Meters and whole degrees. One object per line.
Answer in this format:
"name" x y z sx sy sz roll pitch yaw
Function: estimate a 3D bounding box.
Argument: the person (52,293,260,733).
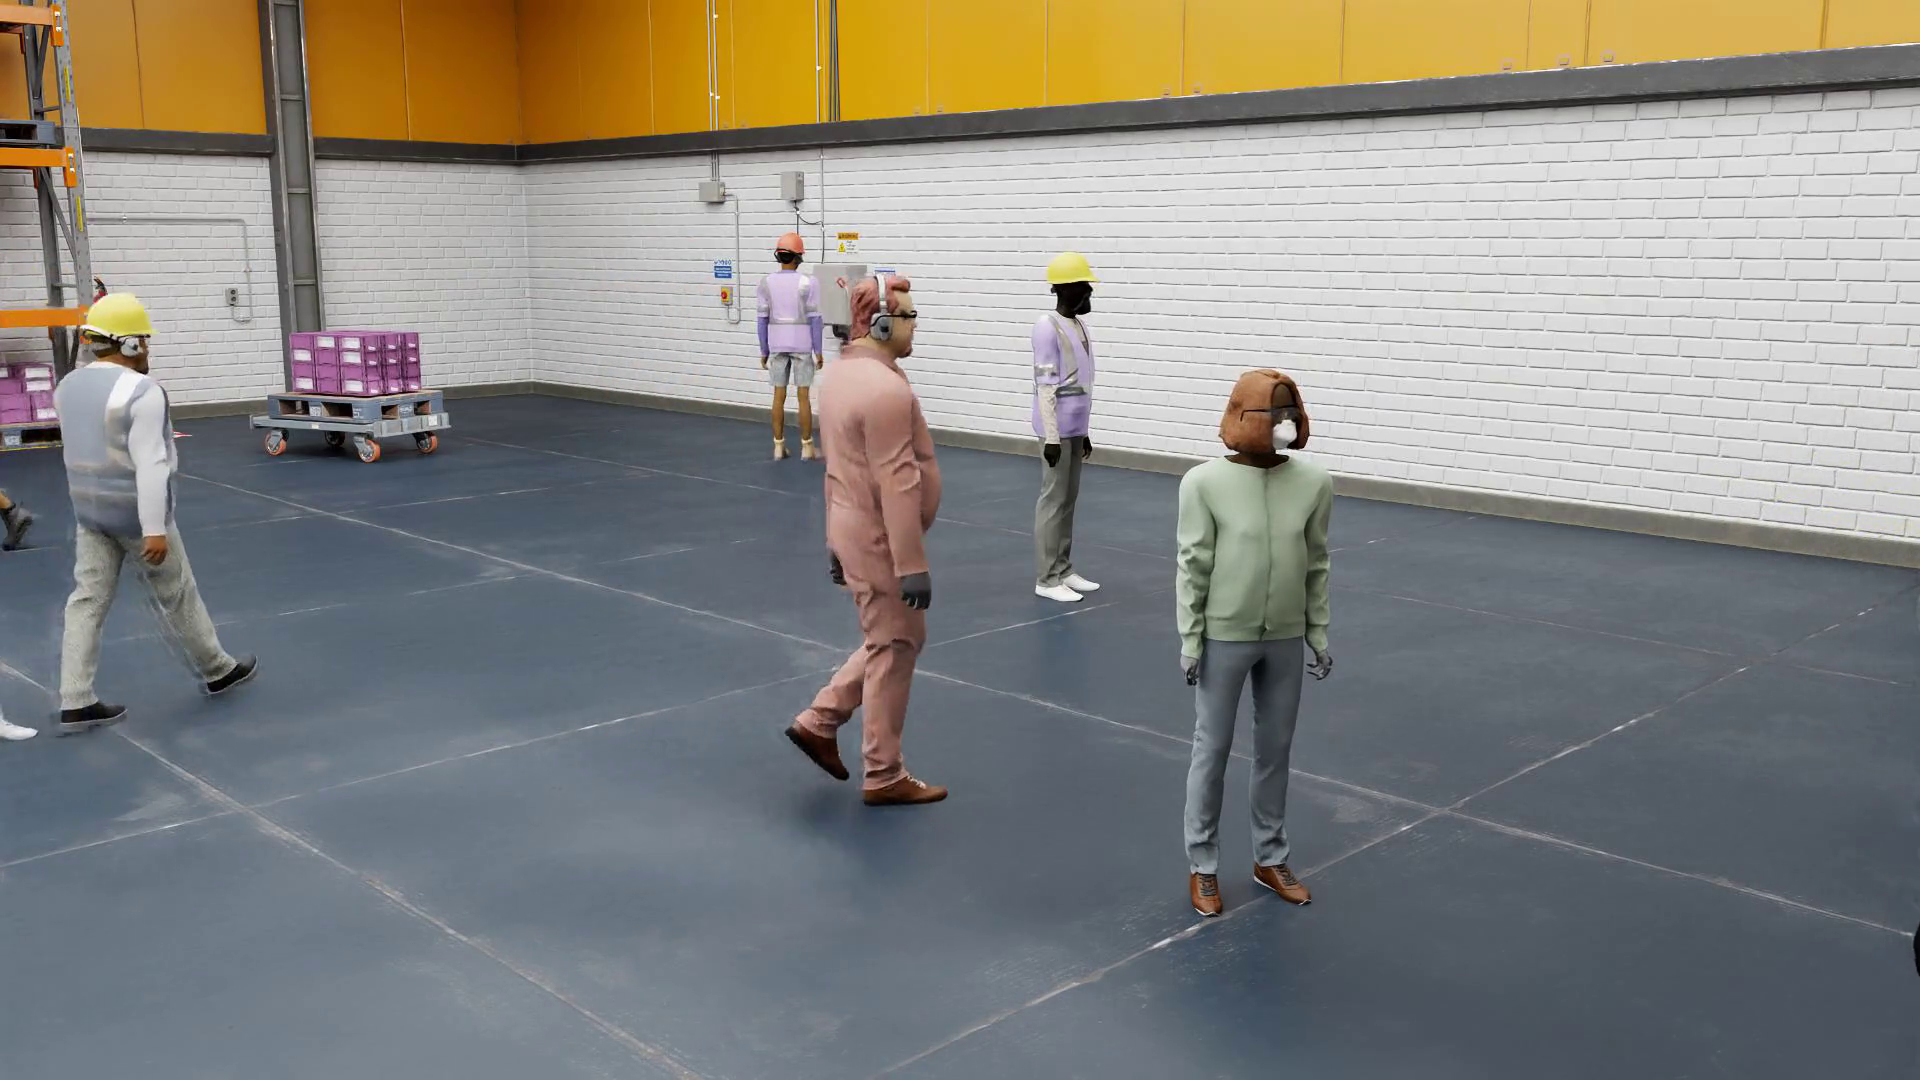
"person" -3.451 -0.133 6.970 0.618 1.780 0.917 5 11 24

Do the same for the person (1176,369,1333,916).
"person" 0.883 0.304 4.987 0.500 1.636 0.279 -3 11 -16

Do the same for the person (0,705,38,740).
"person" -4.085 0.042 6.465 0.676 1.613 0.519 -2 11 -13

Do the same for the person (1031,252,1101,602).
"person" 0.592 -0.631 9.285 0.361 1.930 0.587 4 11 21

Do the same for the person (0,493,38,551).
"person" -6.297 -0.805 10.321 0.886 1.907 0.544 -8 13 -38

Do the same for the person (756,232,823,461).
"person" -1.515 -1.730 14.968 0.605 2.045 0.383 2 11 13

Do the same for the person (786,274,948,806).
"person" -0.294 0.022 5.830 0.480 1.892 0.647 -2 11 -13
